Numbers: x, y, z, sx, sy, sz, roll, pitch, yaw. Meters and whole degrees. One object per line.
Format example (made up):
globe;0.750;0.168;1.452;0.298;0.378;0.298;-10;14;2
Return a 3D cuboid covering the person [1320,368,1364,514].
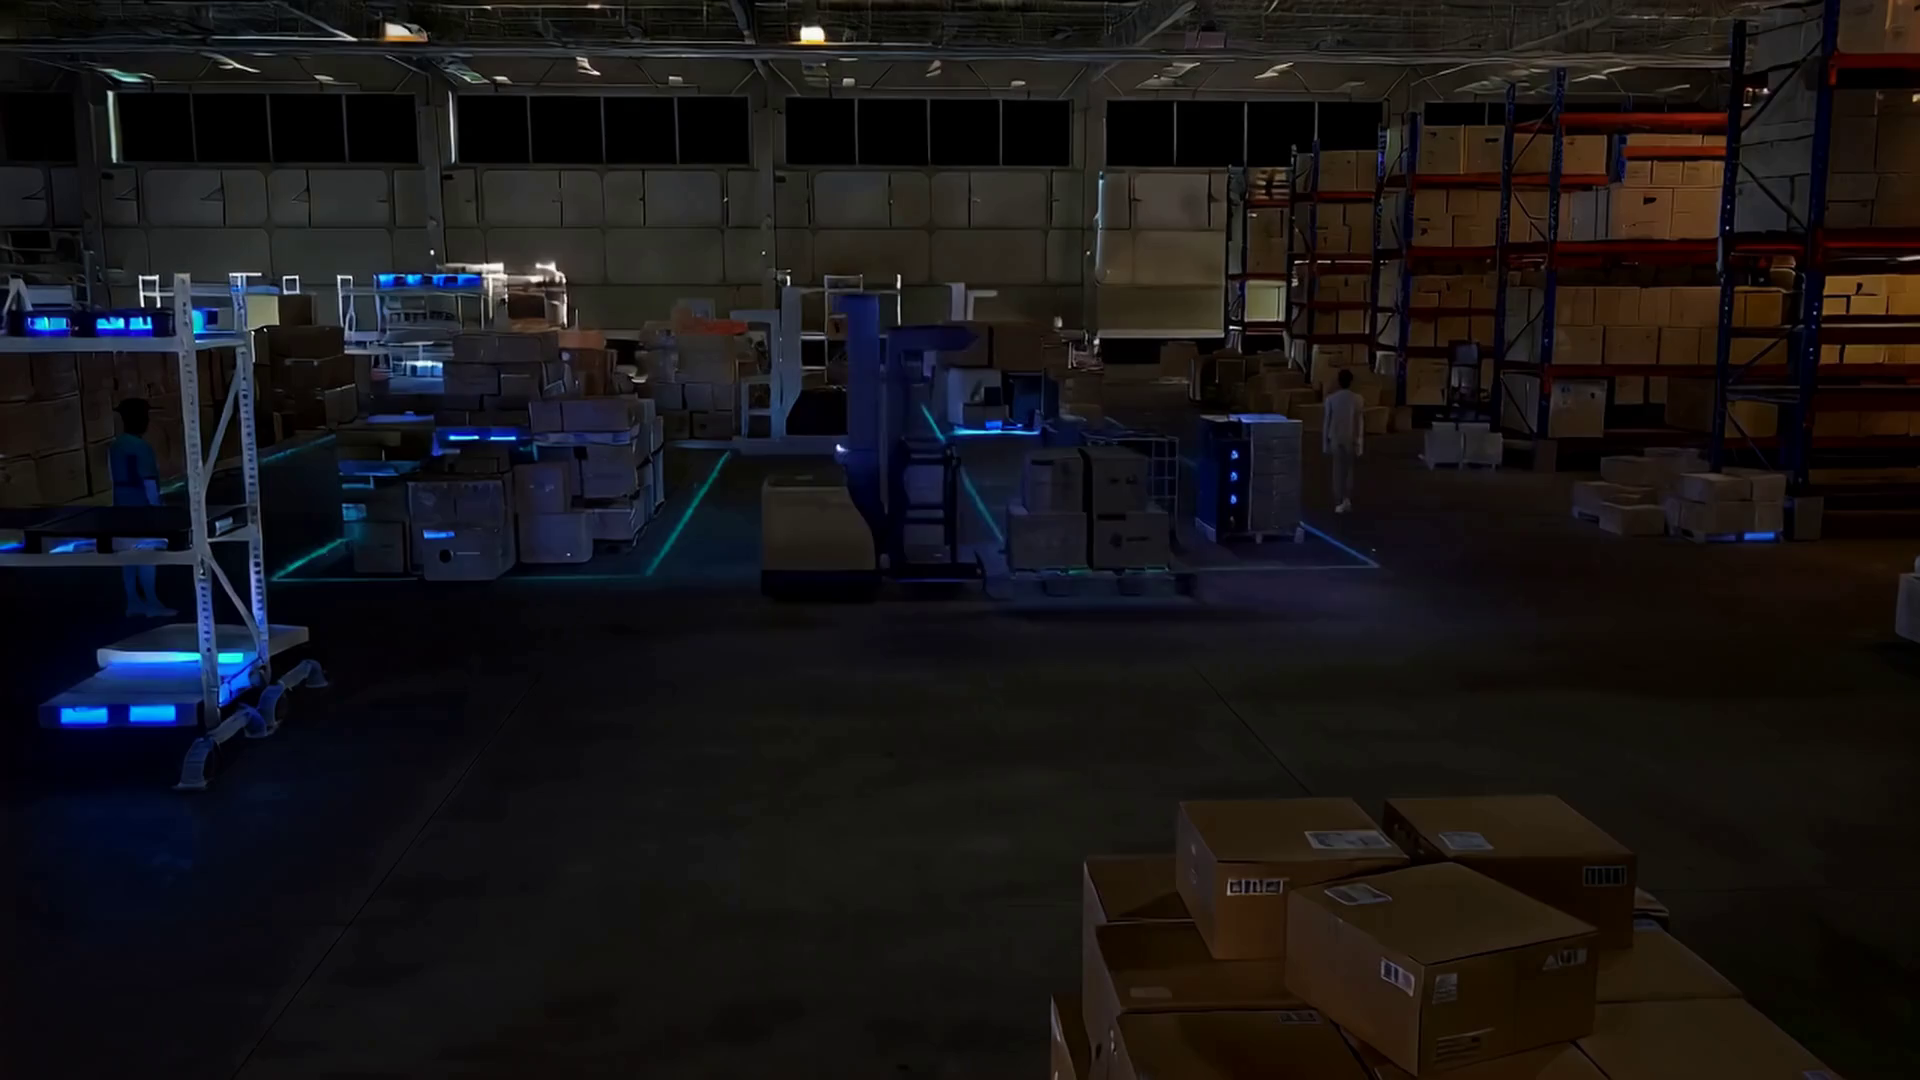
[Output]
person;4.921;-1.286;21.380;0.554;1.830;0.913;2;9;14

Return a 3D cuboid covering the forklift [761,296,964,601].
forklift;-0.935;-0.897;15.664;1.873;2.768;1.129;-1;9;-4

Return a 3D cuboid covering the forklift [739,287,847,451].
forklift;-2.857;-2.959;28.607;1.873;2.768;1.129;-1;9;-4

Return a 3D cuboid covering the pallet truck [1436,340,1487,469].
pallet truck;8.004;-2.170;26.422;0.823;1.965;1.885;2;9;14

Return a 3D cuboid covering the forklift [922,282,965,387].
forklift;-0.070;-5.568;44.994;1.873;2.768;1.129;-1;9;-4

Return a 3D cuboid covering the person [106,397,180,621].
person;-7.202;-0.271;14.601;0.603;1.963;0.368;6;11;33

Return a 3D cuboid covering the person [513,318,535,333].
person;-11.194;-4.753;42.884;0.660;1.917;0.449;-1;9;-7
